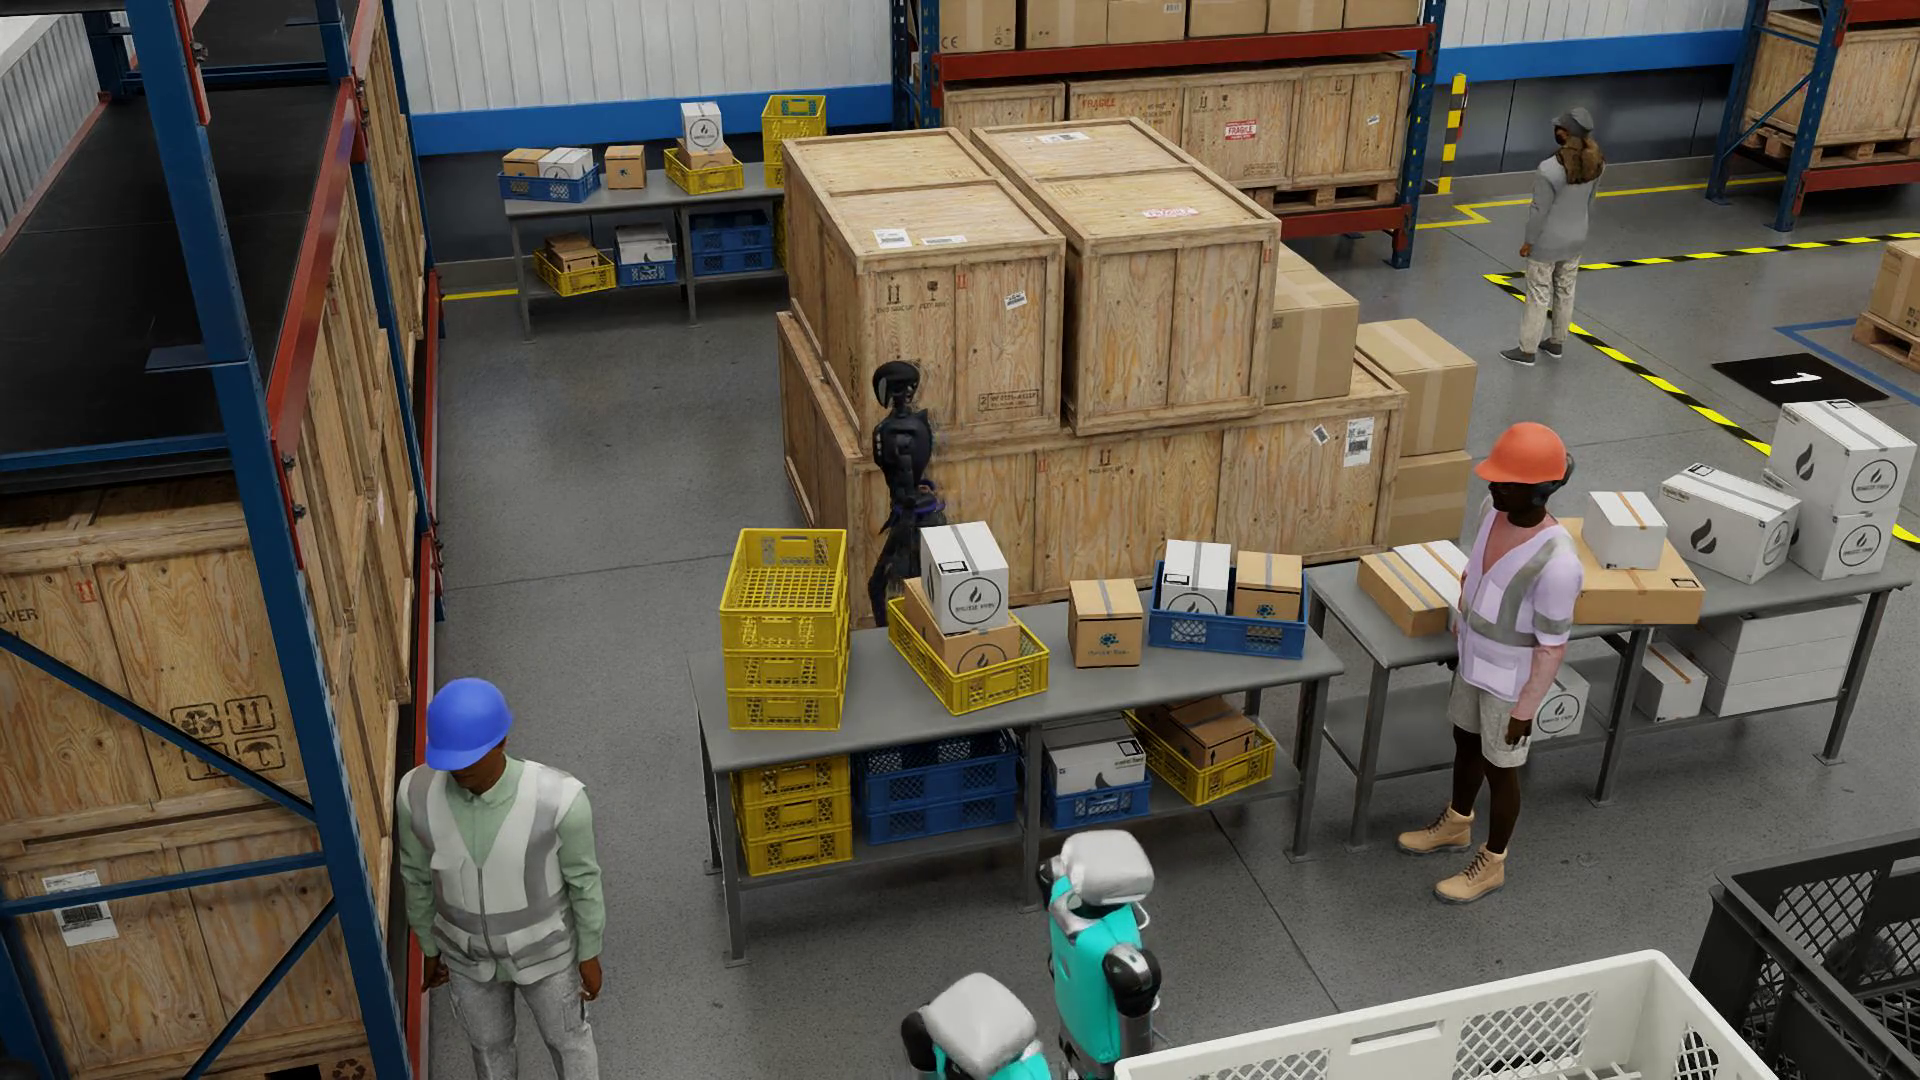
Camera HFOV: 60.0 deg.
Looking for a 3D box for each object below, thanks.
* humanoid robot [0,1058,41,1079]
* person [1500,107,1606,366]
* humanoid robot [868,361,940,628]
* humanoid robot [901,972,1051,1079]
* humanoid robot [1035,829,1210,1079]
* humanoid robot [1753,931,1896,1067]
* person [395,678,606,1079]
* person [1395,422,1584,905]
[{"bbox_3d":[-2.184,1.924,4.150,0.599,1.657,0.315,5,29,9],"label":"humanoid robot"},{"bbox_3d":[4.051,-2.047,11.274,0.572,1.769,0.397,-15,32,-25],"label":"person"},{"bbox_3d":[-0.301,-0.048,7.755,0.602,1.643,0.612,-2,29,-4],"label":"humanoid robot"},{"bbox_3d":[-0.142,1.963,4.090,0.531,1.834,0.877,25,37,37],"label":"humanoid robot"},{"bbox_3d":[0.563,1.524,4.774,0.683,1.748,0.531,-12,31,-20],"label":"humanoid robot"},{"bbox_3d":[2.296,1.716,4.544,0.612,1.644,0.498,23,36,35],"label":"humanoid robot"},{"bbox_3d":[-1.385,1.243,5.122,0.604,1.948,0.389,1,29,2],"label":"person"},{"bbox_3d":[2.045,0.489,6.393,0.374,2.043,0.607,-7,30,-12],"label":"person"}]
